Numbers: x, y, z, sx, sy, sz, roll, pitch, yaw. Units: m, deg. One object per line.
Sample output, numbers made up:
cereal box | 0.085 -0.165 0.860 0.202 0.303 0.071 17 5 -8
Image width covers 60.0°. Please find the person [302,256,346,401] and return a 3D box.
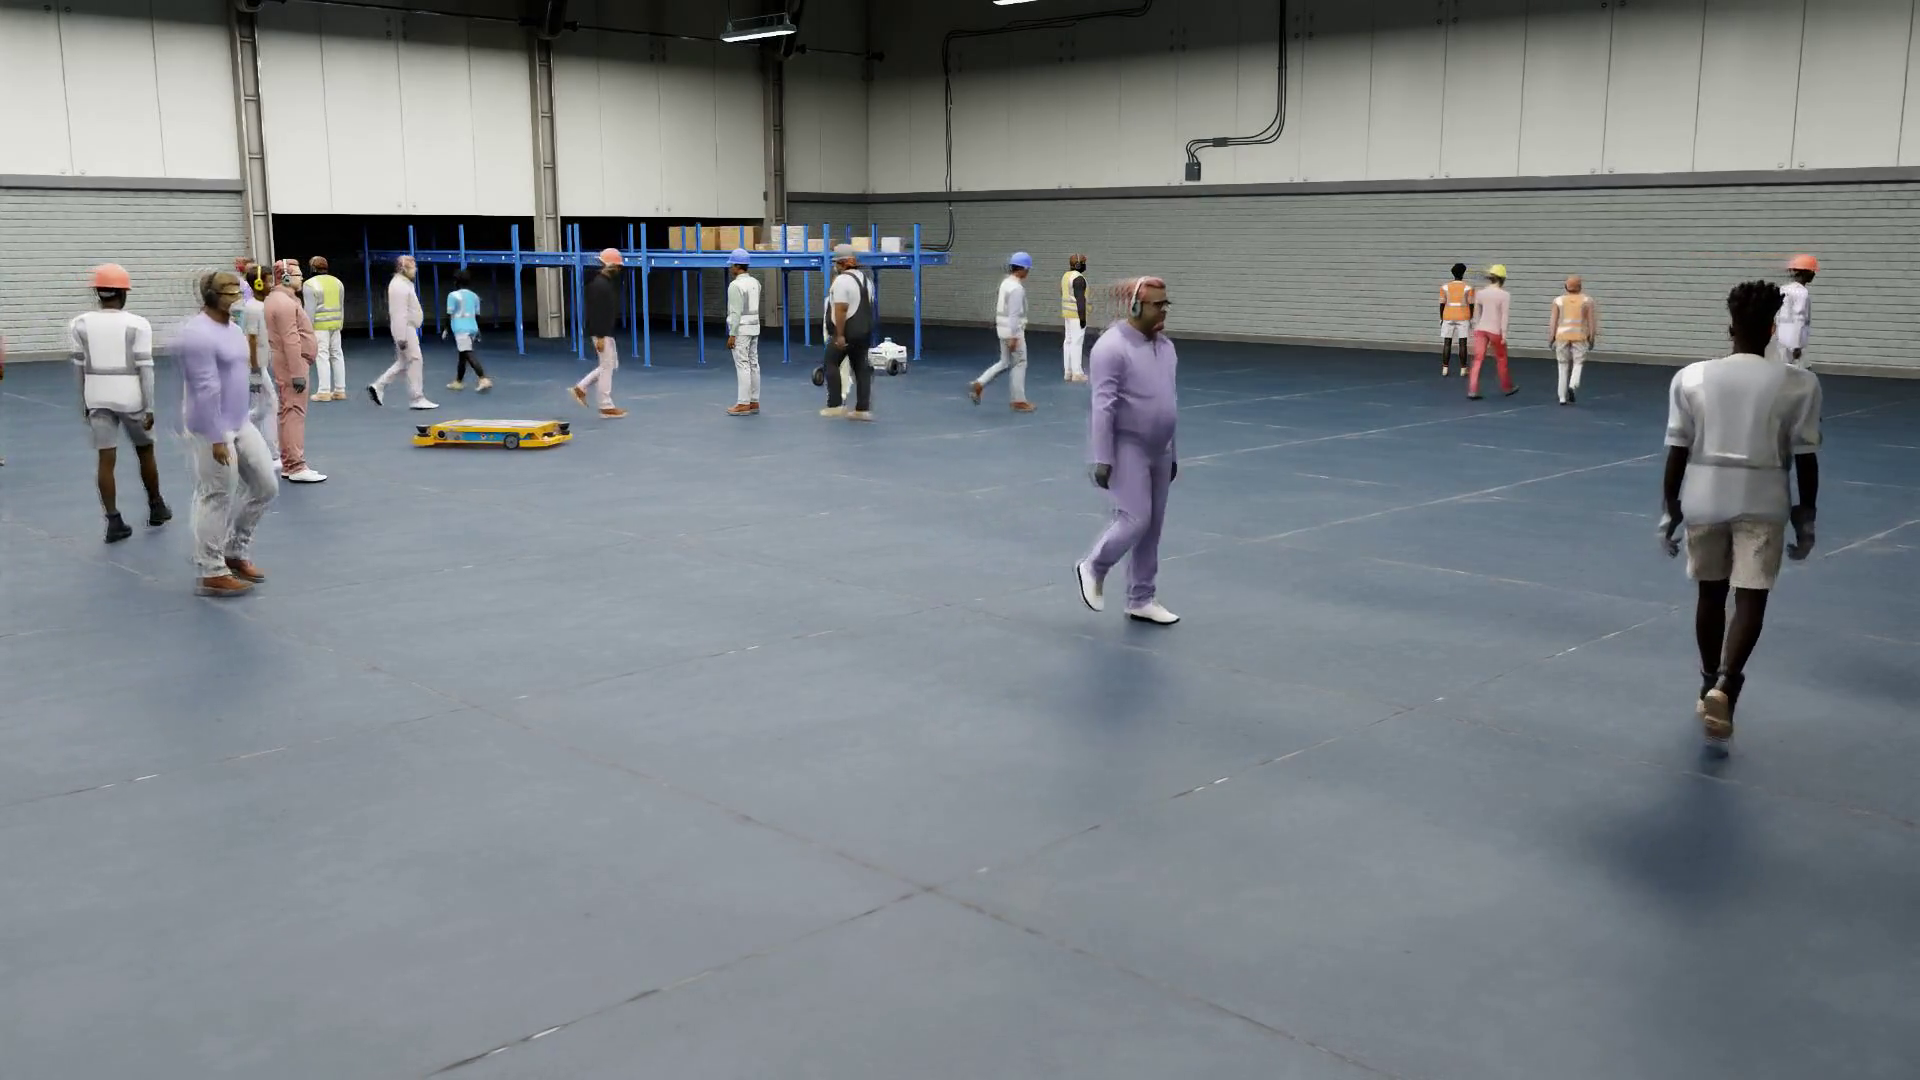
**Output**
person | -8.185 -2.714 21.371 0.430 1.844 0.623 5 11 24

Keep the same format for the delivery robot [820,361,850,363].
delivery robot | -1.717 -2.648 23.672 0.335 0.223 0.698 6 12 29

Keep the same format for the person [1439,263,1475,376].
person | 7.487 -3.320 25.082 0.533 1.692 0.322 5 12 27

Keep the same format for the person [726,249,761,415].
person | -2.569 -2.468 19.731 0.380 1.951 0.603 4 11 19

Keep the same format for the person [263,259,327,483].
person | -5.746 -1.460 14.357 0.409 1.909 0.640 -6 12 -30

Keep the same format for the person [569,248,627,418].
person | -4.191 -2.405 19.347 0.672 1.965 0.658 -1 10 -3

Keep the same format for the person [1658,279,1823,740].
person | 3.306 -0.140 7.098 0.607 1.939 0.907 7 13 34

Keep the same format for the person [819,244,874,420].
person | -1.320 -2.392 19.188 0.679 2.000 0.701 7 12 32

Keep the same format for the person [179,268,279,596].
person | -4.321 -0.630 9.804 0.469 1.923 0.638 1 10 4

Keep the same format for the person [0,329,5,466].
person | -9.225 -1.677 15.411 0.858 1.968 0.610 6 12 28

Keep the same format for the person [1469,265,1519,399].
person | 6.935 -2.695 21.580 0.895 1.712 0.547 -8 13 -37

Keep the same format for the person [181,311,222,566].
person | -4.846 -0.659 10.755 0.324 1.630 0.508 -5 12 -26

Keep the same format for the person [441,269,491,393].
person | -6.664 -2.824 22.482 0.868 1.656 0.537 4 11 23

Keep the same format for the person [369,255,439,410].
person | -6.810 -2.527 20.248 0.708 1.878 0.661 -4 11 -19

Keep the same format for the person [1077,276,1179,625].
person | 0.953 -0.482 9.050 0.485 1.892 0.669 10 14 43

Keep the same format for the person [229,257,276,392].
person | -9.521 -2.899 22.472 0.901 1.809 0.590 2 11 13

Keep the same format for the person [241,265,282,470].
person | -6.424 -1.554 15.050 0.709 1.853 0.529 -3 11 -18

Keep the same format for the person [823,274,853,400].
person | -1.518 -2.641 21.606 0.509 1.614 0.653 4 11 20

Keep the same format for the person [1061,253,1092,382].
person | 1.713 -3.261 24.352 0.429 1.845 0.621 -3 11 -17

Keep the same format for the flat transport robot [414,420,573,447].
flat transport robot | -4.745 -1.094 16.937 1.431 0.197 0.652 2 10 8

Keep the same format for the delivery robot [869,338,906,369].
delivery robot | -1.109 -2.859 25.530 0.477 0.478 0.707 5 12 25

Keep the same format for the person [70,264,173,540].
person | -5.963 -0.995 11.845 0.548 1.903 0.892 -2 11 -11

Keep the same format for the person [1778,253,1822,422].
person | 9.379 -2.285 18.858 0.821 1.913 0.552 1 10 7

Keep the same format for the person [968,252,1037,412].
person | 0.532 -2.485 19.943 0.755 1.914 0.645 -3 11 -14

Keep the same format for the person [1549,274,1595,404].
person | 7.621 -2.497 20.738 0.554 1.625 0.410 4 11 22
